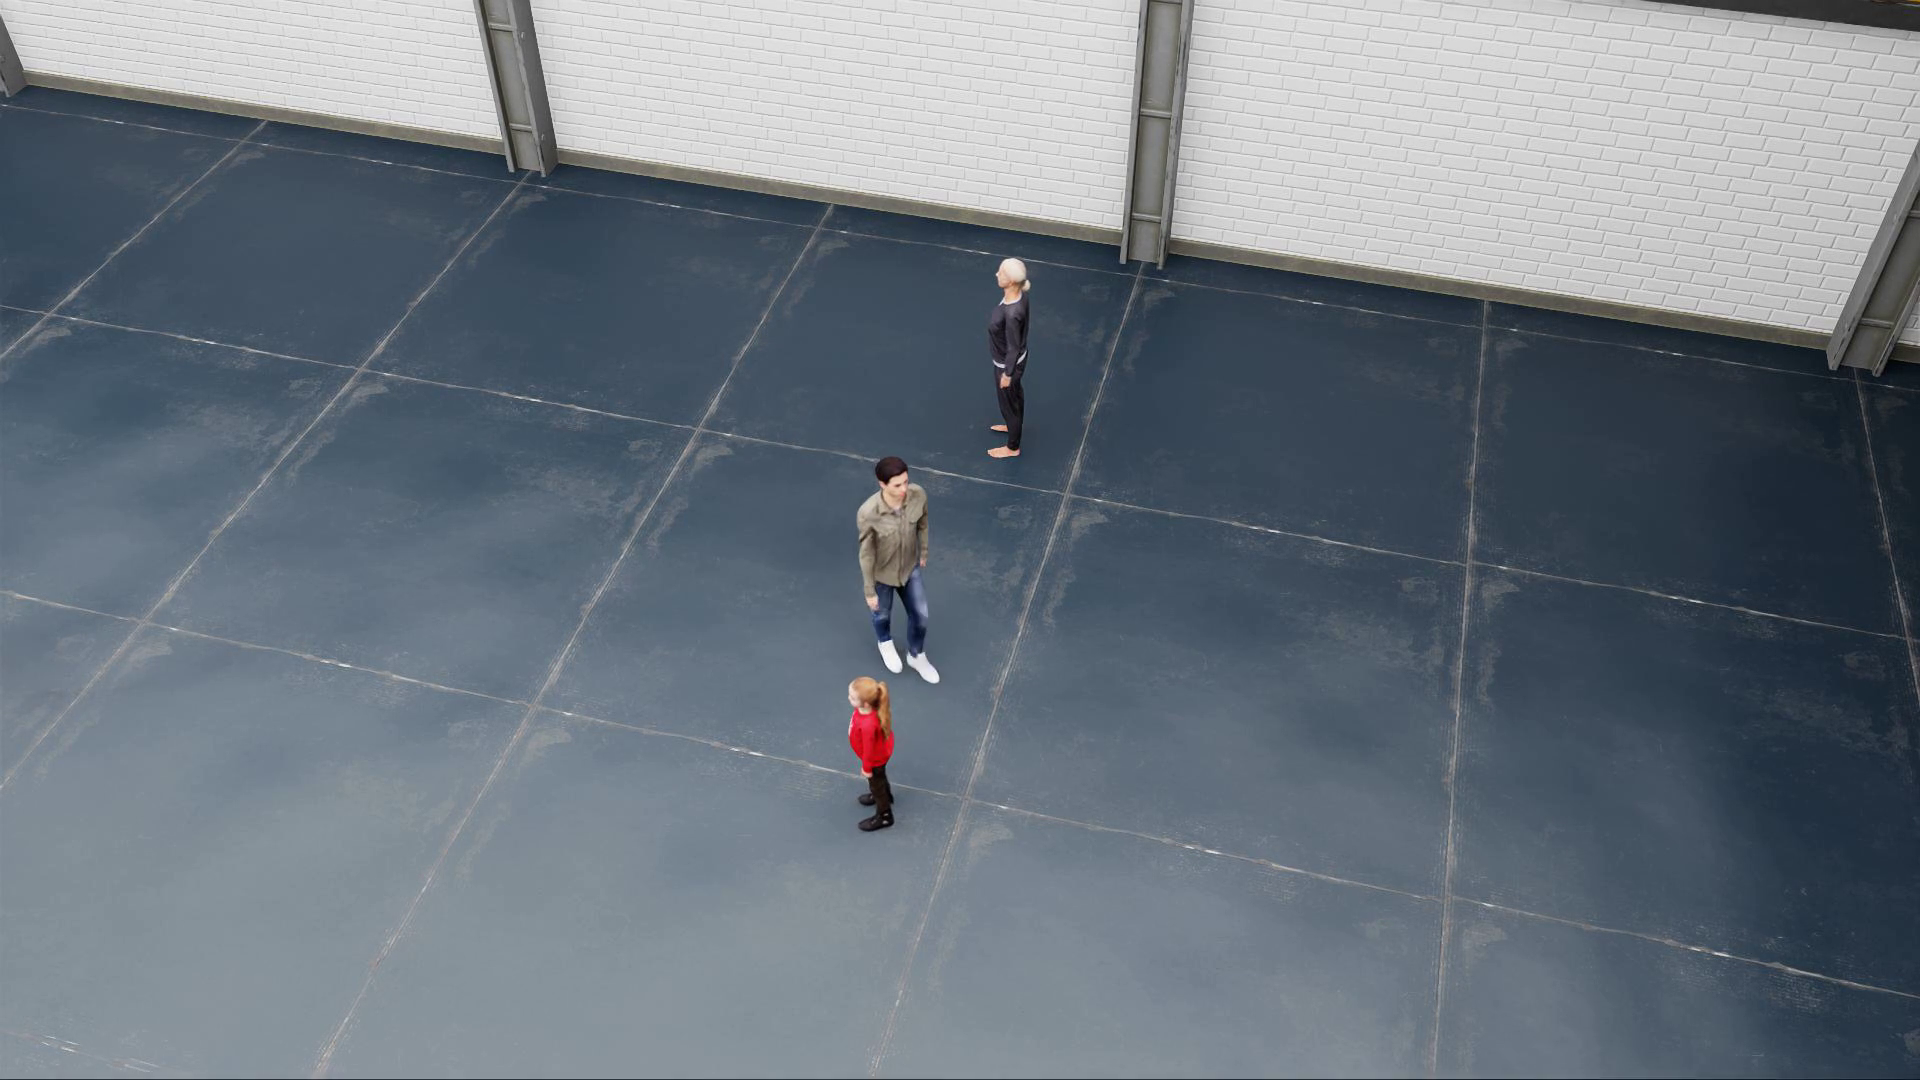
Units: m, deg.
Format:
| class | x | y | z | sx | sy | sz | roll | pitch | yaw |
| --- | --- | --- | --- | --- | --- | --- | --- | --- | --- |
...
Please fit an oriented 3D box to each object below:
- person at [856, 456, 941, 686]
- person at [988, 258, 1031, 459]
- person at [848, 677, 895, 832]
| class | x | y | z | sx | sy | sz | roll | pitch | yaw |
| --- | --- | --- | --- | --- | --- | --- | --- | --- | --- |
| person | -0.486 | 0.129 | 10.850 | 0.909 | 1.847 | 0.970 | -20 | 47 | -20 |
| person | 0.381 | -1.385 | 12.528 | 0.557 | 1.726 | 0.642 | 5 | 44 | 5 |
| person | -0.524 | 1.269 | 10.066 | 0.547 | 1.279 | 0.531 | -1 | 44 | -1 |
